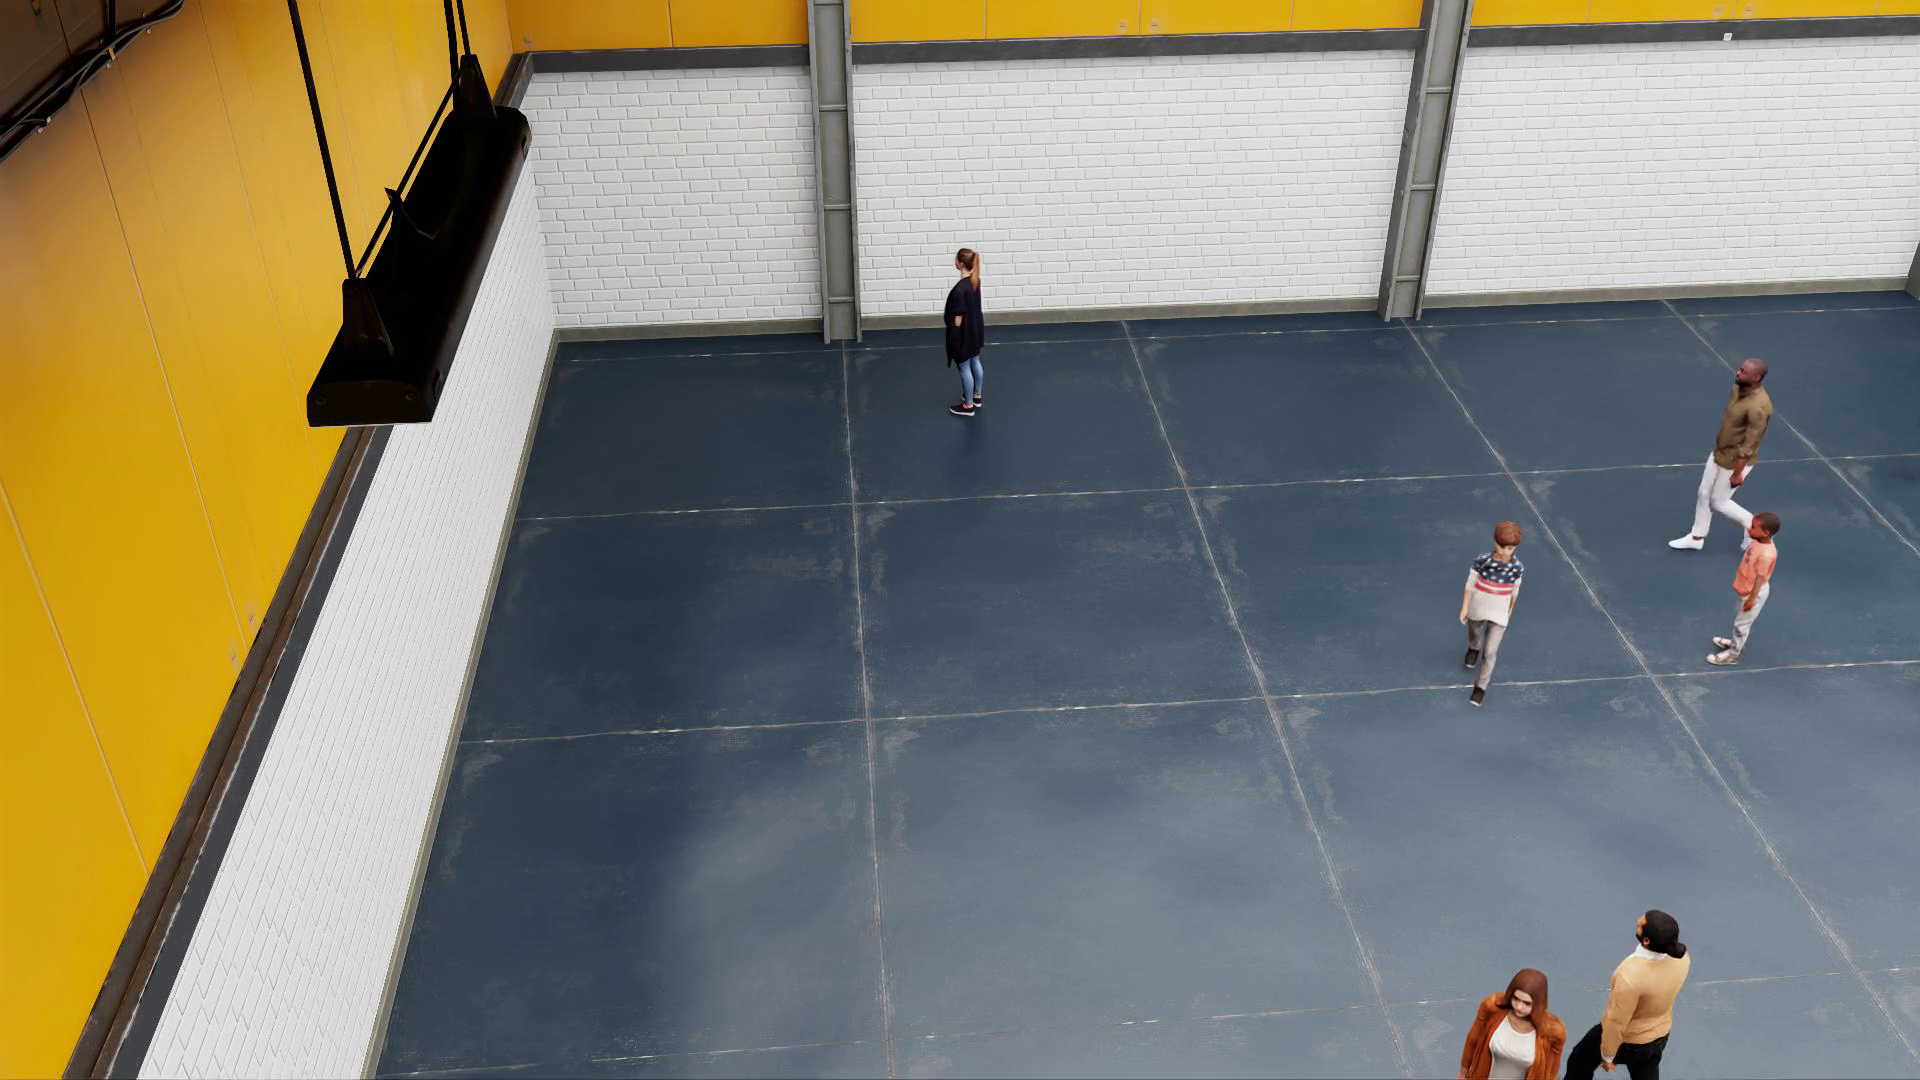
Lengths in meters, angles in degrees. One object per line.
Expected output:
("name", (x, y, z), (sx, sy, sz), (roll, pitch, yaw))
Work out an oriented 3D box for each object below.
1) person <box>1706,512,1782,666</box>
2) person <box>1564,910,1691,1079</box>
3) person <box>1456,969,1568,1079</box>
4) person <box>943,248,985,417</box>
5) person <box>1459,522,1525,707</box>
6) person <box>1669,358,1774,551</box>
("person", (6.002, 0.362, 12.574), (0.597, 1.307, 0.575), (8, 34, 12))
("person", (3.595, 2.651, 8.746), (1.174, 1.732, 0.984), (-15, 36, -21))
("person", (2.799, 2.792, 8.545), (0.684, 1.720, 0.783), (16, 37, 23))
("person", (0.066, -1.977, 15.754), (0.743, 1.683, 0.723), (17, 37, 23))
("person", (3.925, 0.453, 12.352), (0.986, 1.402, 0.886), (13, 36, 19))
("person", (6.405, -0.653, 13.656), (0.963, 1.800, 0.777), (1, 34, 1))
